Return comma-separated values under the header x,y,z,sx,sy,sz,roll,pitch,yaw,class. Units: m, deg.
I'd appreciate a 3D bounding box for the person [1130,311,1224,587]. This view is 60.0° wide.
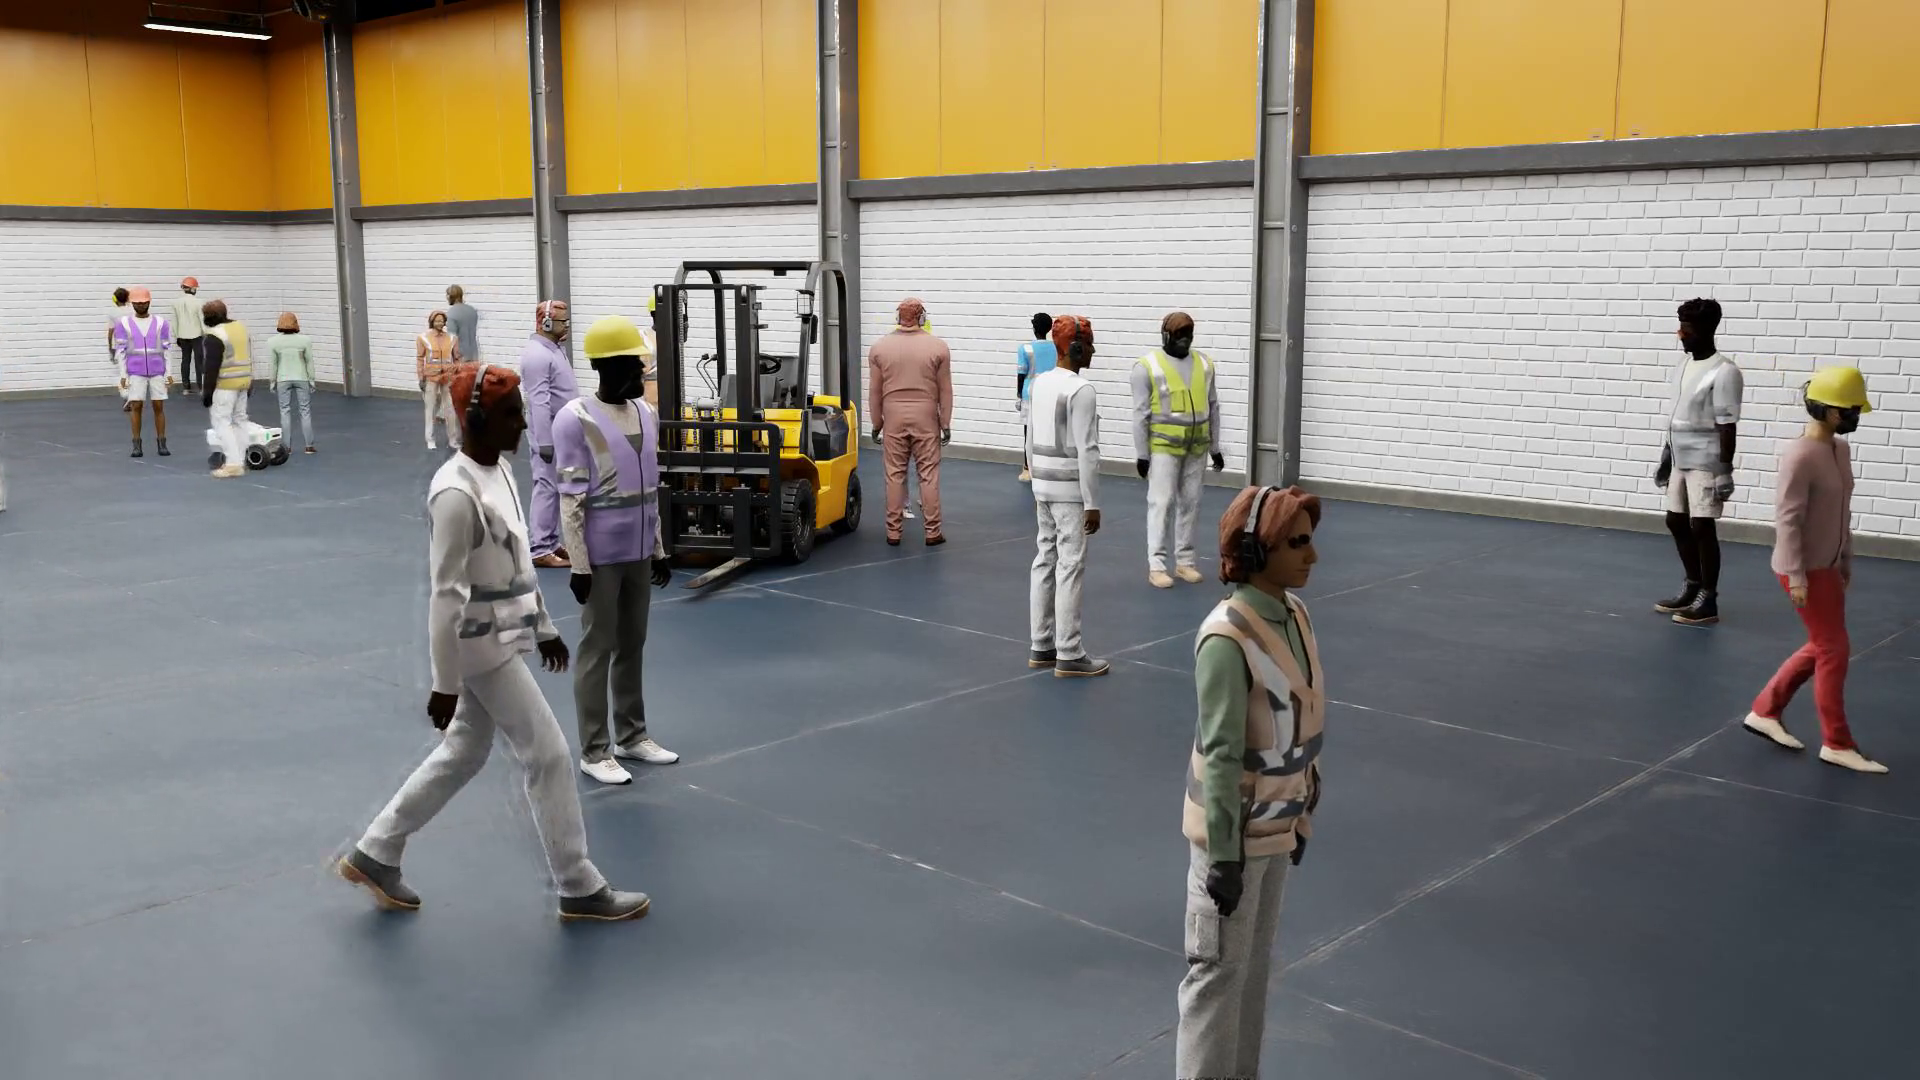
x,y,z,sx,sy,sz,roll,pitch,yaw,class
1.454,-0.611,11.175,0.638,1.841,0.429,-4,10,-24,person

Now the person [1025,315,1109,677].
x,y,z,sx,sy,sz,roll,pitch,yaw,class
0.552,-0.230,8.701,0.337,1.882,0.584,-5,10,-27,person

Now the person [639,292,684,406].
x,y,z,sx,sy,sz,roll,pitch,yaw,class
-2.638,-1.232,14.715,0.366,1.927,0.585,7,11,36,person

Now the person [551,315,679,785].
x,y,z,sx,sy,sz,roll,pitch,yaw,class
-1.427,0.034,6.944,0.361,1.930,0.588,5,10,27,person

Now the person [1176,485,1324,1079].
x,y,z,sx,sy,sz,roll,pitch,yaw,class
0.674,0.684,3.843,0.315,1.640,0.514,5,11,28,person

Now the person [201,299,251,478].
x,y,z,sx,sy,sz,roll,pitch,yaw,class
-7.486,-1.542,16.999,0.448,1.813,0.684,2,9,10,person

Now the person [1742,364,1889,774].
x,y,z,sx,sy,sz,roll,pitch,yaw,class
3.672,0.115,7.055,0.575,1.728,0.585,-9,13,-43,person

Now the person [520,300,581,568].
x,y,z,sx,sy,sz,roll,pitch,yaw,class
-2.895,-0.751,11.859,0.401,1.900,0.639,0,9,-2,person

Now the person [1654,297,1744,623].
x,y,z,sx,sy,sz,roll,pitch,yaw,class
4.439,-0.473,9.989,0.407,1.951,0.622,0,9,-3,person

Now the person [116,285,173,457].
x,y,z,sx,sy,sz,roll,pitch,yaw,class
-9.196,-1.902,18.793,0.551,1.934,0.373,-5,11,-30,person

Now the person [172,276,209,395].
x,y,z,sx,sy,sz,roll,pitch,yaw,class
-12.940,-3.440,28.045,0.623,1.992,0.396,2,9,10,person

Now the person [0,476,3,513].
x,y,z,sx,sy,sz,roll,pitch,yaw,class
-8.447,-0.965,14.057,0.544,1.592,0.835,1,9,5,person

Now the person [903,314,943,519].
x,y,z,sx,sy,sz,roll,pitch,yaw,class
-0.376,-1.032,14.048,0.542,1.751,0.491,-5,10,-26,person

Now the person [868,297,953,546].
x,y,z,sx,sy,sz,roll,pitch,yaw,class
-0.371,-0.902,12.756,0.645,1.907,0.400,1,9,5,person

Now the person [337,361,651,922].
x,y,z,sx,sy,sz,roll,pitch,yaw,class
-1.562,0.341,5.362,0.992,1.839,0.596,-1,9,-7,person

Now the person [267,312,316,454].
x,y,z,sx,sy,sz,roll,pitch,yaw,class
-7.654,-1.795,19.065,0.498,1.633,0.282,-3,10,-20,person

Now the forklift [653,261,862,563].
x,y,z,sx,sy,sz,roll,pitch,yaw,class
-1.552,-1.040,12.721,1.214,2.155,2.313,2,9,11,forklift

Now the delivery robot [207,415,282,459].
x,y,z,sx,sy,sz,roll,pitch,yaw,class
-7.625,-1.085,17.724,0.707,0.478,0.477,1,9,4,delivery robot

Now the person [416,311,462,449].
x,y,z,sx,sy,sz,roll,pitch,yaw,class
-6.136,-1.883,19.610,0.521,1.633,0.312,-6,11,-32,person

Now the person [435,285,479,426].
x,y,z,sx,sy,sz,roll,pitch,yaw,class
-6.781,-2.467,22.356,0.943,1.899,0.644,5,10,27,person

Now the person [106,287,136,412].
x,y,z,sx,sy,sz,roll,pitch,yaw,class
-12.301,-2.797,24.538,0.516,1.852,0.413,-9,13,-43,person

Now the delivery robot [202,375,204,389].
x,y,z,sx,sy,sz,roll,pitch,yaw,class
-11.855,-2.554,26.731,0.707,0.478,0.477,6,11,32,delivery robot

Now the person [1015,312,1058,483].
x,y,z,sx,sy,sz,roll,pitch,yaw,class
0.806,-1.412,16.550,0.537,1.690,0.320,-4,10,-21,person
